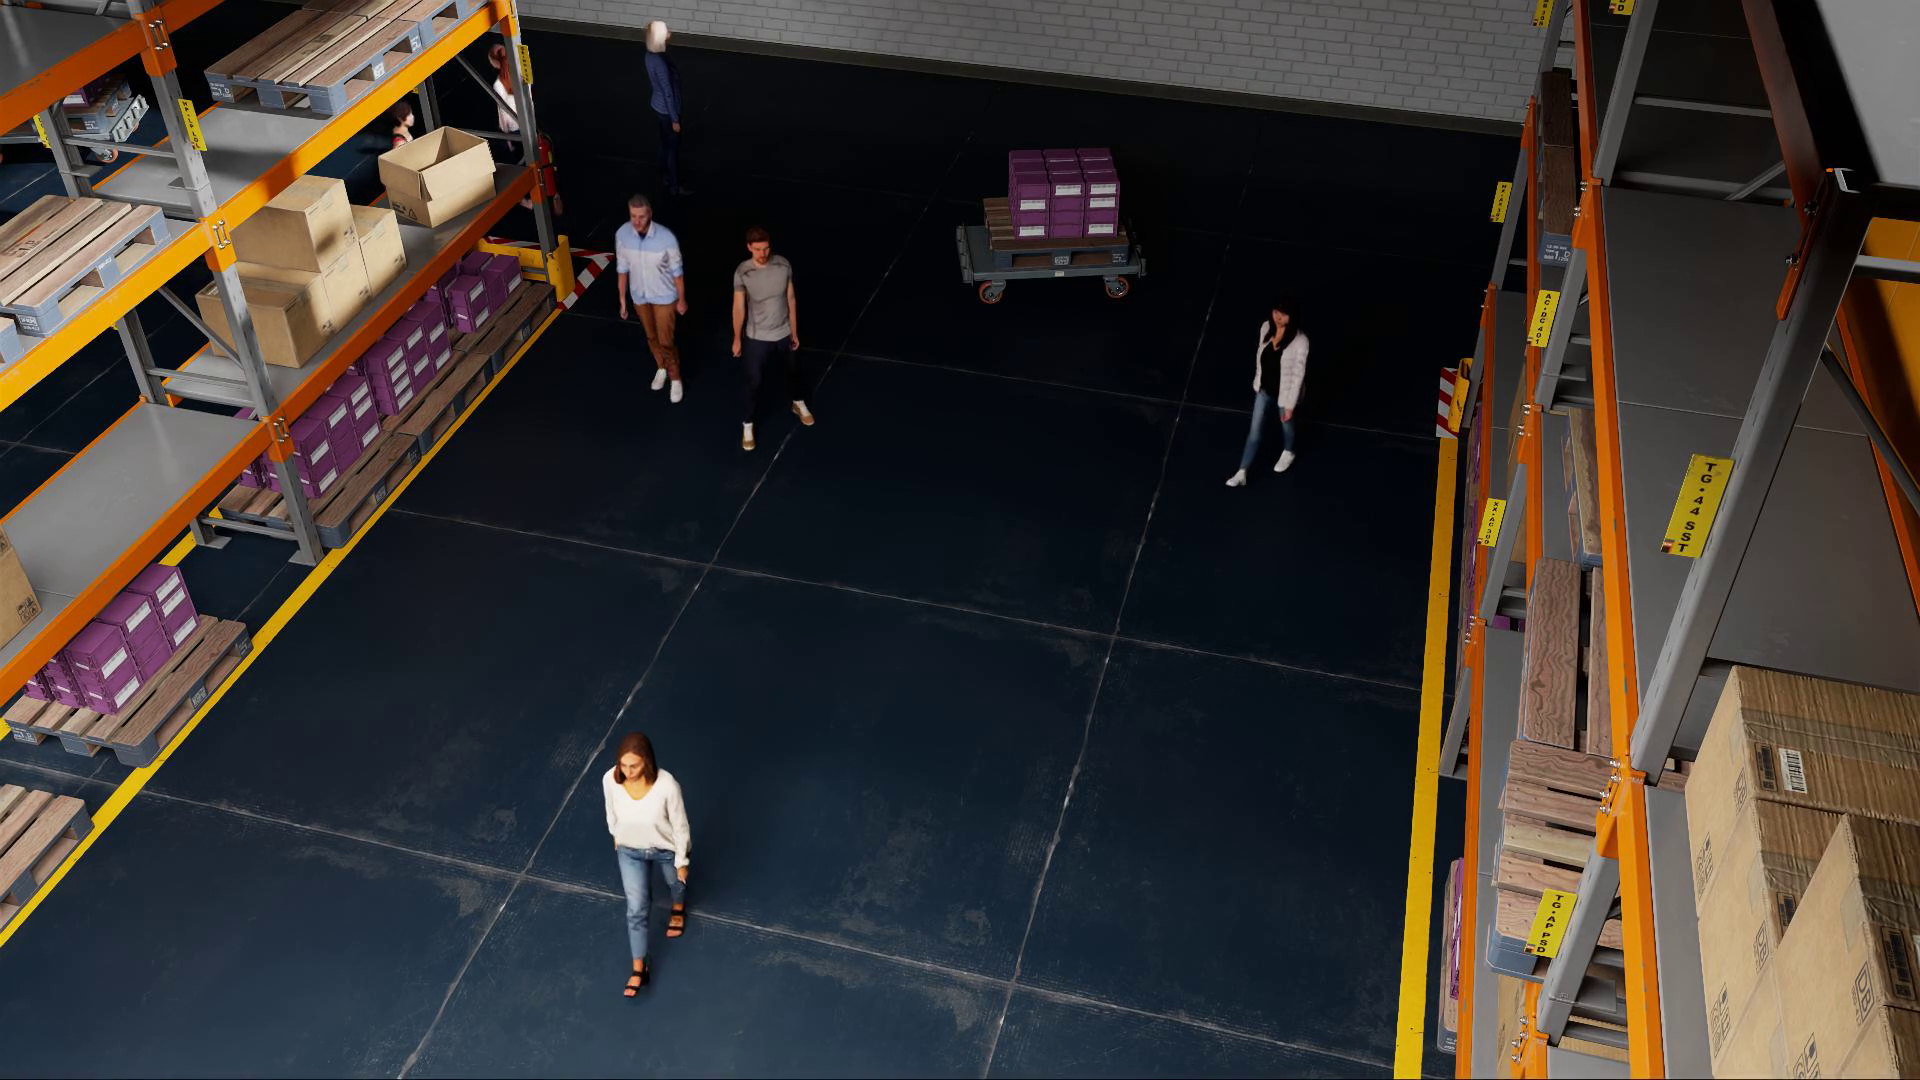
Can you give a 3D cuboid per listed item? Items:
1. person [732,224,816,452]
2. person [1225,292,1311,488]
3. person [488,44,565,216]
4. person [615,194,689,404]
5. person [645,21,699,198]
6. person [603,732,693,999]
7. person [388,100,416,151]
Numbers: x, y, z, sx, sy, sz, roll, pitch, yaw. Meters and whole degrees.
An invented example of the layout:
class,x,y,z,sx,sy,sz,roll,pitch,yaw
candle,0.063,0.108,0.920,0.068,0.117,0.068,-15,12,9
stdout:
class,x,y,z,sx,sy,sz,roll,pitch,yaw
person,-1.512,-1.602,12.876,0.937,1.875,0.963,-14,41,-17
person,2.457,-1.163,12.548,0.918,1.600,1.131,27,46,30
person,-4.134,-3.858,15.831,1.001,1.713,0.944,-31,48,-33
person,-2.452,-2.031,13.468,0.686,1.808,0.651,10,40,12
person,-2.882,-4.221,16.260,0.786,1.745,0.711,-17,42,-20
person,-1.641,1.599,9.043,0.717,1.657,1.001,4,39,5
person,-5.133,-3.300,15.282,0.789,1.527,0.762,-9,39,-11
